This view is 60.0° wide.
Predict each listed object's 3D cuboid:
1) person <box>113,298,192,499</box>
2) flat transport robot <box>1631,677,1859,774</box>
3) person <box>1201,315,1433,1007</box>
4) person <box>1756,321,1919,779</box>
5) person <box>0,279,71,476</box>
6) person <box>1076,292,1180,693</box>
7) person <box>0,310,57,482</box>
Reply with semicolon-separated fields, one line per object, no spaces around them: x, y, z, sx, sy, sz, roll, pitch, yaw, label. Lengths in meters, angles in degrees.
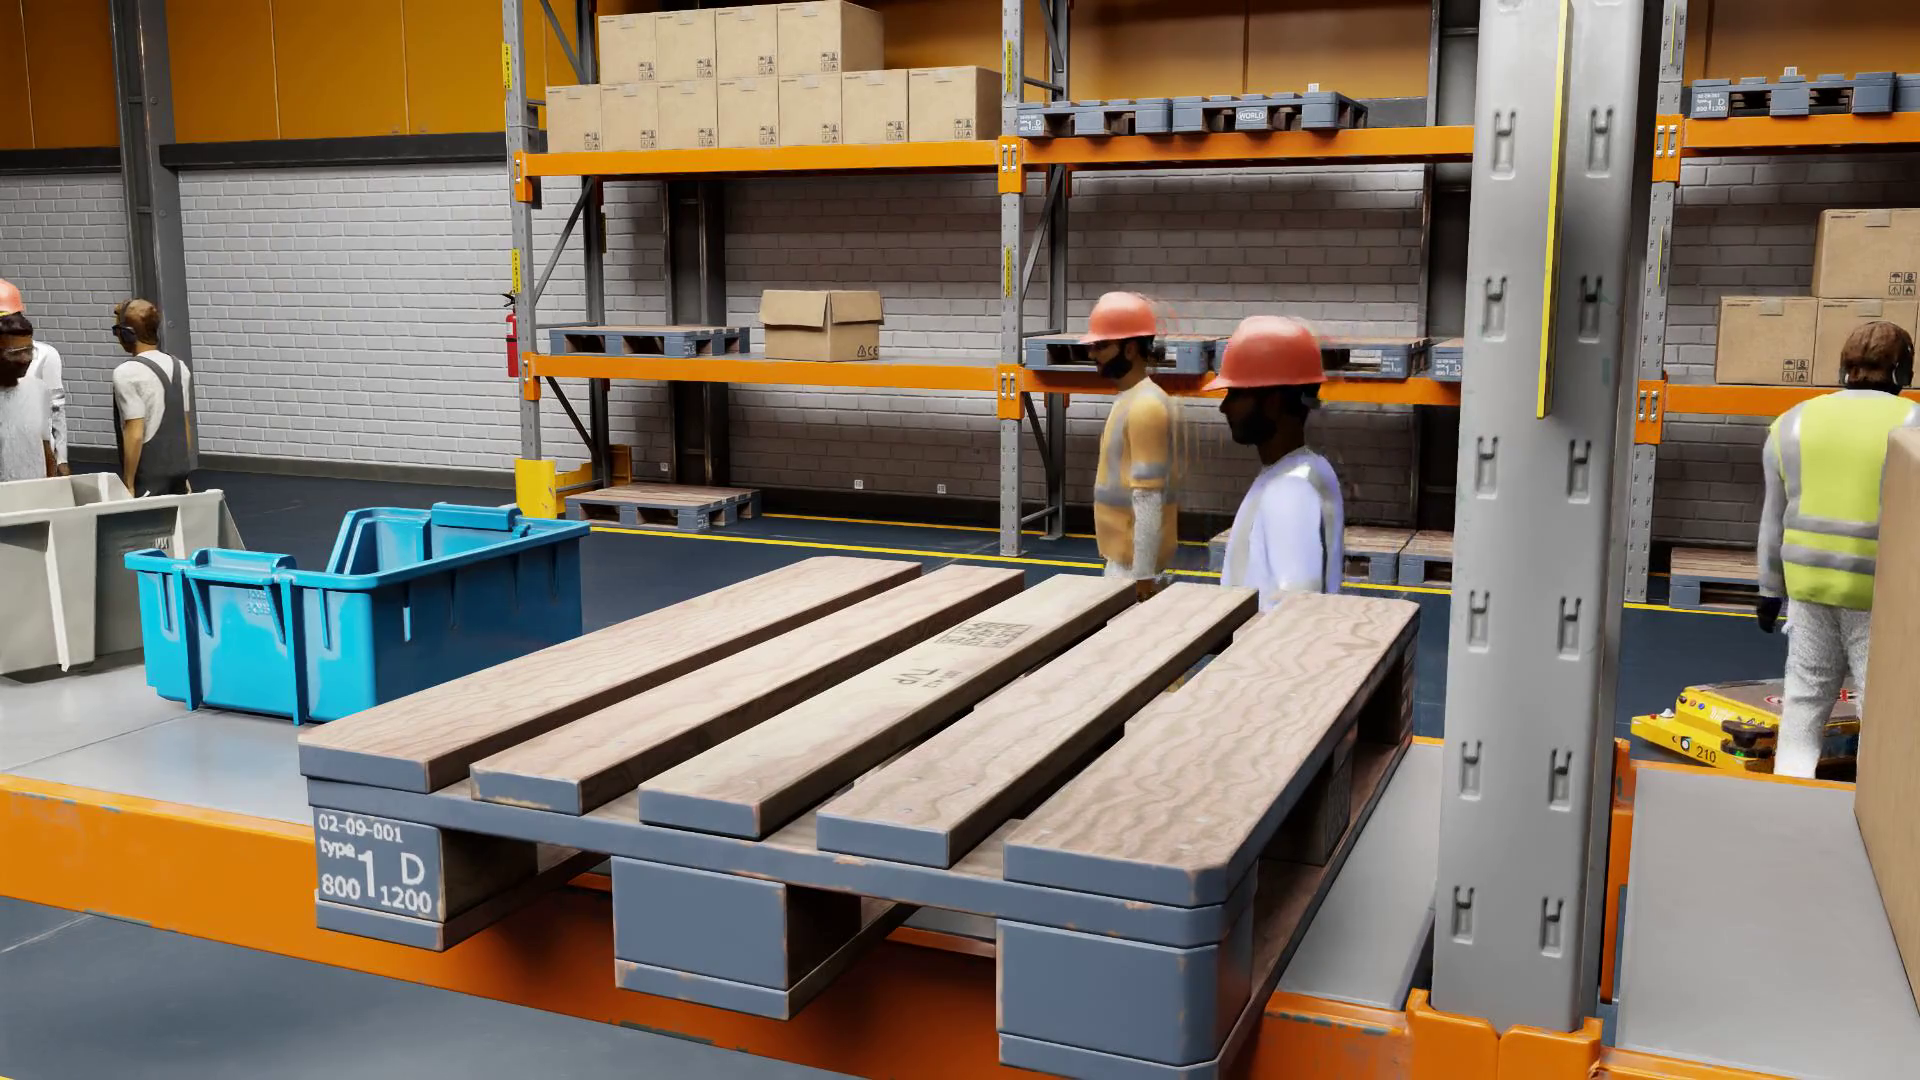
-4.115;-0.306;8.494;0.330;1.842;0.520;2;10;9;person
3.603;0.745;6.901;1.431;0.197;0.652;-3;10;-17;flat transport robot
0.857;0.387;4.189;0.941;1.904;0.556;3;10;16;person
3.021;0.191;5.575;0.430;1.833;0.659;-7;12;-36;person
-5.226;-0.467;9.184;0.552;1.932;0.377;-5;11;-27;person
0.694;0.030;6.277;0.541;1.921;0.546;0;9;1;person
-4.186;-0.078;7.216;0.521;1.832;0.701;3;10;18;person
